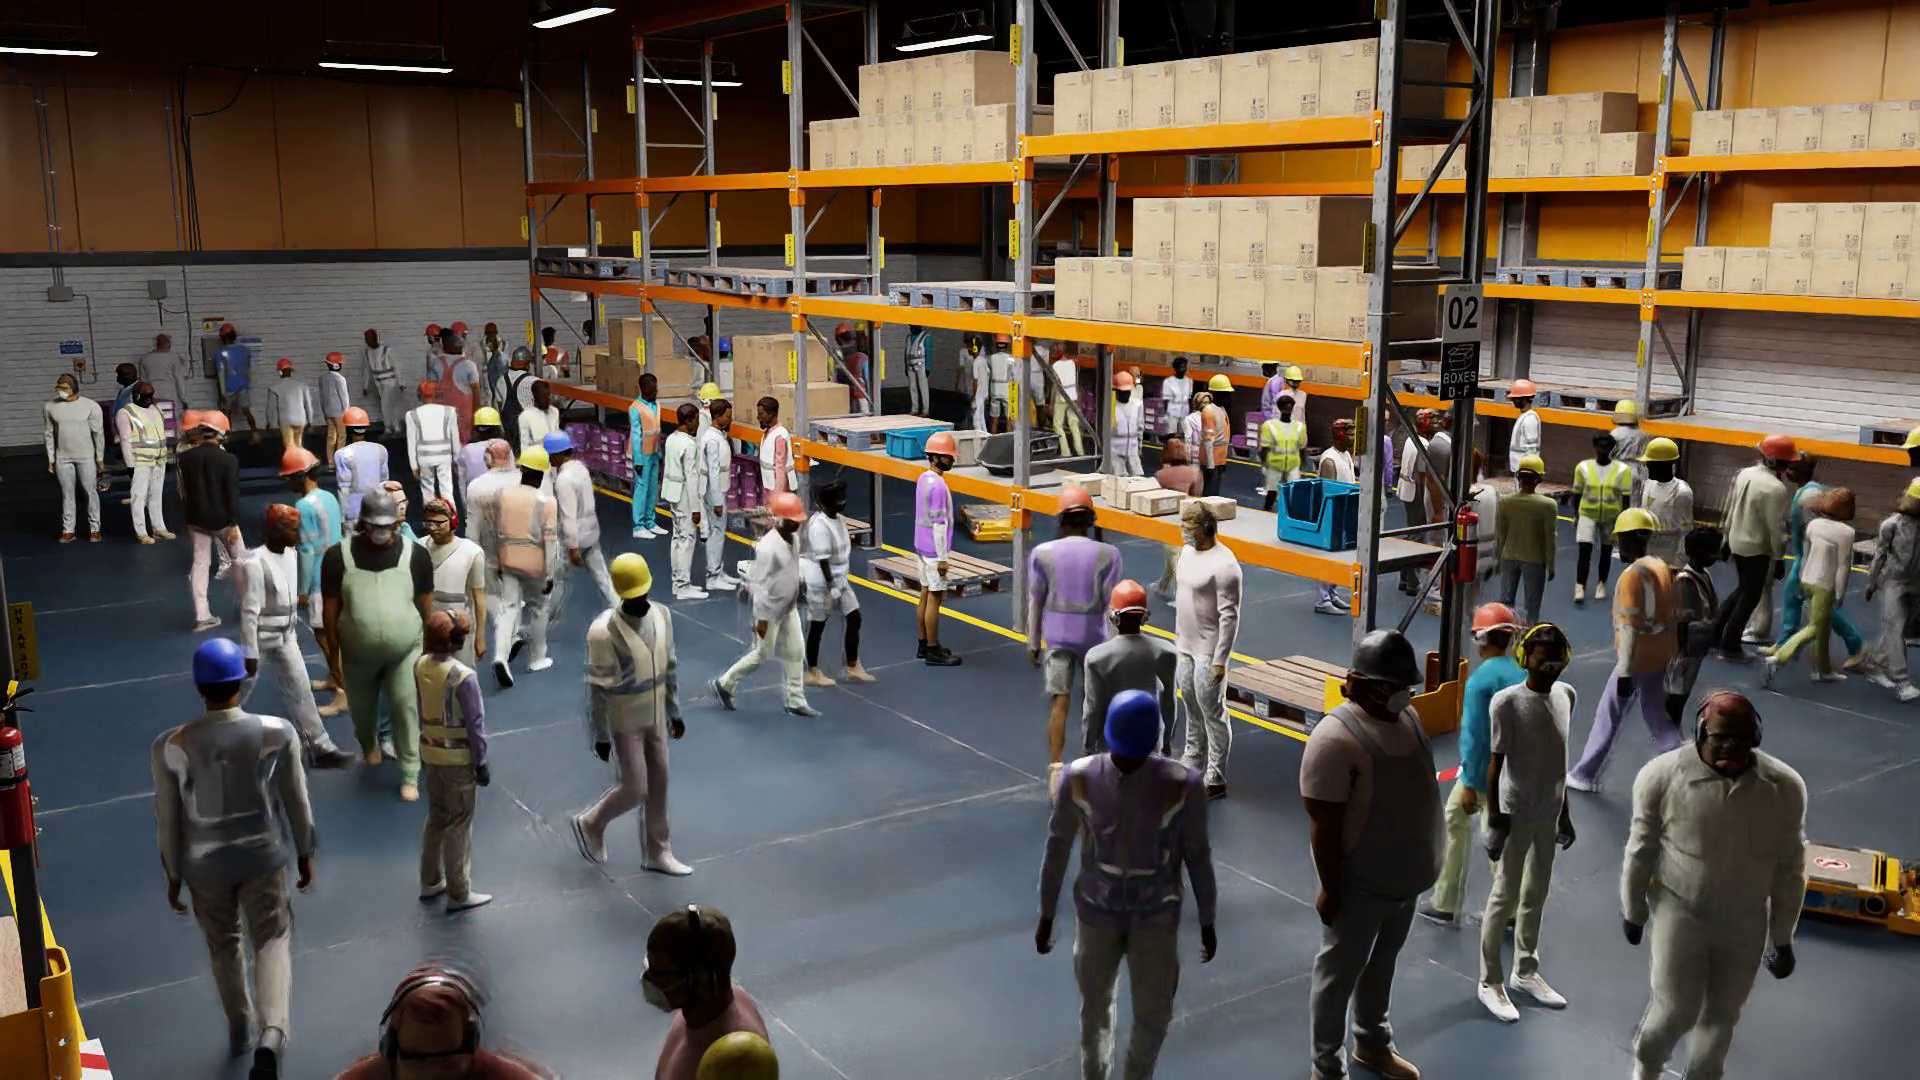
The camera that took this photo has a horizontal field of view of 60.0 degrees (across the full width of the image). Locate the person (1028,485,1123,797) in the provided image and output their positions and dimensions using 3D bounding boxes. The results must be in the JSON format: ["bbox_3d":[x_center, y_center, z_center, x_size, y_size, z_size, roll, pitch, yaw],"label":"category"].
[{"bbox_3d":[0.744,0.641,10.757,0.632,1.983,1.053,2,11,11],"label":"person"}]

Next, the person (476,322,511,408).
[{"bbox_3d":[-7.985,-2.783,28.498,0.584,1.882,0.337,-6,12,-27],"label":"person"}]

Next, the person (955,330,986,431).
[{"bbox_3d":[0.136,-2.618,27.872,0.505,1.796,0.942,-9,14,-38],"label":"person"}]

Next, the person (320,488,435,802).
[{"bbox_3d":[-3.740,0.609,10.734,0.692,2.000,0.819,-3,12,-17],"label":"person"}]

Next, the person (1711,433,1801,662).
[{"bbox_3d":[6.563,0.072,13.719,0.488,1.950,0.661,0,11,-2],"label":"person"}]

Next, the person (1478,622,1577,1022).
[{"bbox_3d":[2.654,1.289,7.711,0.532,1.863,0.315,-6,12,-27],"label":"person"}]

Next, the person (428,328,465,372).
[{"bbox_3d":[-7.986,-2.340,26.027,0.635,1.961,0.366,-10,15,-43],"label":"person"}]

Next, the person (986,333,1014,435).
[{"bbox_3d":[0.651,-2.230,25.565,0.546,1.929,0.390,3,12,16],"label":"person"}]

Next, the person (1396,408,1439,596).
[{"bbox_3d":[4.476,-0.373,16.257,0.380,1.845,0.570,0,11,0],"label":"person"}]

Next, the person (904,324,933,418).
[{"bbox_3d":[-0.788,-3.162,30.585,0.635,1.832,0.429,10,15,41],"label":"person"}]

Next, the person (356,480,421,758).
[{"bbox_3d":[-3.891,0.531,11.477,0.400,1.907,0.645,2,11,10],"label":"person"}]

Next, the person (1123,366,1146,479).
[{"bbox_3d":[2.401,-1.612,23.177,0.299,1.622,0.503,9,14,39],"label":"person"}]

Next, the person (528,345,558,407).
[{"bbox_3d":[-6.372,-2.115,25.391,0.525,1.765,0.329,4,12,21],"label":"person"}]

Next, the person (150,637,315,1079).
[{"bbox_3d":[-3.095,1.377,7.137,0.623,1.919,0.813,-4,12,-22],"label":"person"}]

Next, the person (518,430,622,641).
[{"bbox_3d":[-3.354,-0.027,14.399,1.005,1.876,0.697,2,11,9],"label":"person"}]

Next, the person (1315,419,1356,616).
[{"bbox_3d":[3.482,-0.223,15.511,0.392,1.838,0.561,6,12,27],"label":"person"}]

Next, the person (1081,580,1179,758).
[{"bbox_3d":[0.907,1.079,9.066,0.572,1.749,0.343,-4,12,-20],"label":"person"}]

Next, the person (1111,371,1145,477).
[{"bbox_3d":[1.906,-1.031,19.475,0.571,1.904,0.538,-4,12,-18],"label":"person"}]

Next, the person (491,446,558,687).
[{"bbox_3d":[-3.483,0.200,13.226,0.597,1.887,0.865,2,11,9],"label":"person"}]

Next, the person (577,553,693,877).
[{"bbox_3d":[-1.845,0.971,9.261,0.576,1.894,0.613,6,13,28],"label":"person"}]

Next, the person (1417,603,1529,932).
[{"bbox_3d":[2.681,1.178,8.663,0.619,1.707,0.642,-10,15,-42],"label":"person"}]

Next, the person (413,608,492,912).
[{"bbox_3d":[-2.725,1.172,8.914,0.516,1.630,0.309,9,14,39],"label":"person"}]

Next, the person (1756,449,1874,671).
[{"bbox_3d":[7.122,0.157,13.691,0.825,1.809,0.554,6,13,28],"label":"person"}]

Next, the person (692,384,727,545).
[{"bbox_3d":[-2.811,-0.851,18.795,0.404,1.824,0.614,1,11,7],"label":"person"}]

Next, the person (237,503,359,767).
[{"bbox_3d":[-4.629,0.656,11.121,1.027,1.821,0.616,2,11,12],"label":"person"}]

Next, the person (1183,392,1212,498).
[{"bbox_3d":[2.837,-0.937,19.674,0.514,1.641,0.307,-9,14,-37],"label":"person"}]

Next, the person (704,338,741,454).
[{"bbox_3d":[-3.384,-1.928,23.948,0.605,1.951,0.380,-5,12,-22],"label":"person"}]

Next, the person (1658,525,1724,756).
[{"bbox_3d":[4.810,0.732,10.998,0.322,1.692,0.536,7,13,34],"label":"person"}]

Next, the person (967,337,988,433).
[{"bbox_3d":[0.254,-2.156,25.363,0.334,1.860,0.508,3,11,15],"label":"person"}]

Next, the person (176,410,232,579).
[{"bbox_3d":[-7.744,-0.459,16.971,0.563,1.743,0.349,3,11,14],"label":"person"}]

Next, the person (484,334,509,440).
[{"bbox_3d":[-6.983,-2.161,25.215,0.373,1.932,0.622,-4,12,-21],"label":"person"}]

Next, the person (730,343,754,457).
[{"bbox_3d":[-3.308,-2.102,25.109,0.327,1.843,0.514,-11,15,-43],"label":"person"}]

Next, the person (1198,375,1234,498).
[{"bbox_3d":[2.883,-0.902,18.756,0.372,1.928,0.584,4,12,21],"label":"person"}]

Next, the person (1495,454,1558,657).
[{"bbox_3d":[4.653,0.173,13.700,0.524,1.761,0.339,10,15,41],"label":"person"}]

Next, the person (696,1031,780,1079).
[{"bbox_3d":[-0.566,2.050,4.158,0.494,1.730,0.324,3,12,17],"label":"person"}]

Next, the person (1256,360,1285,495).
[{"bbox_3d":[4.130,-1.554,22.095,0.388,1.927,0.589,2,11,9],"label":"person"}]

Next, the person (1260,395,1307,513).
[{"bbox_3d":[3.717,-0.856,19.162,0.583,1.676,0.579,0,11,-2],"label":"person"}]

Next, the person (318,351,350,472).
[{"bbox_3d":[-8.996,-1.847,24.040,0.575,1.749,0.336,8,13,34],"label":"person"}]

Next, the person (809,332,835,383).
[{"bbox_3d":[-2.207,-2.256,25.686,0.587,1.928,0.363,6,12,27],"label":"person"}]

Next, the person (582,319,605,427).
[{"bbox_3d":[-6.287,-2.829,28.621,0.374,1.933,0.625,-2,11,-11],"label":"person"}]

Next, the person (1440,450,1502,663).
[{"bbox_3d":[4.069,0.202,13.246,0.583,1.870,0.495,-7,13,-31],"label":"person"}]

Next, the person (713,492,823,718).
[{"bbox_3d":[-1.424,0.471,12.293,0.764,1.714,0.581,5,12,23],"label":"person"}]

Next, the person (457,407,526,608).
[{"bbox_3d":[-4.392,-0.284,15.593,0.584,1.928,0.376,3,11,13],"label":"person"}]

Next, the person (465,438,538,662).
[{"bbox_3d":[-3.793,0.088,13.808,0.655,1.885,0.649,11,15,44],"label":"person"}]

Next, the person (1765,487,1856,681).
[{"bbox_3d":[6.722,0.372,13.085,0.752,1.600,0.508,-2,11,-9],"label":"person"}]

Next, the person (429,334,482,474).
[{"bbox_3d":[-7.217,-1.970,23.936,0.700,2.000,0.541,3,11,13],"label":"person"}]

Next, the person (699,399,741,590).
[{"bbox_3d":[-2.415,-0.452,16.519,0.410,1.908,0.598,-1,11,-3],"label":"person"}]
